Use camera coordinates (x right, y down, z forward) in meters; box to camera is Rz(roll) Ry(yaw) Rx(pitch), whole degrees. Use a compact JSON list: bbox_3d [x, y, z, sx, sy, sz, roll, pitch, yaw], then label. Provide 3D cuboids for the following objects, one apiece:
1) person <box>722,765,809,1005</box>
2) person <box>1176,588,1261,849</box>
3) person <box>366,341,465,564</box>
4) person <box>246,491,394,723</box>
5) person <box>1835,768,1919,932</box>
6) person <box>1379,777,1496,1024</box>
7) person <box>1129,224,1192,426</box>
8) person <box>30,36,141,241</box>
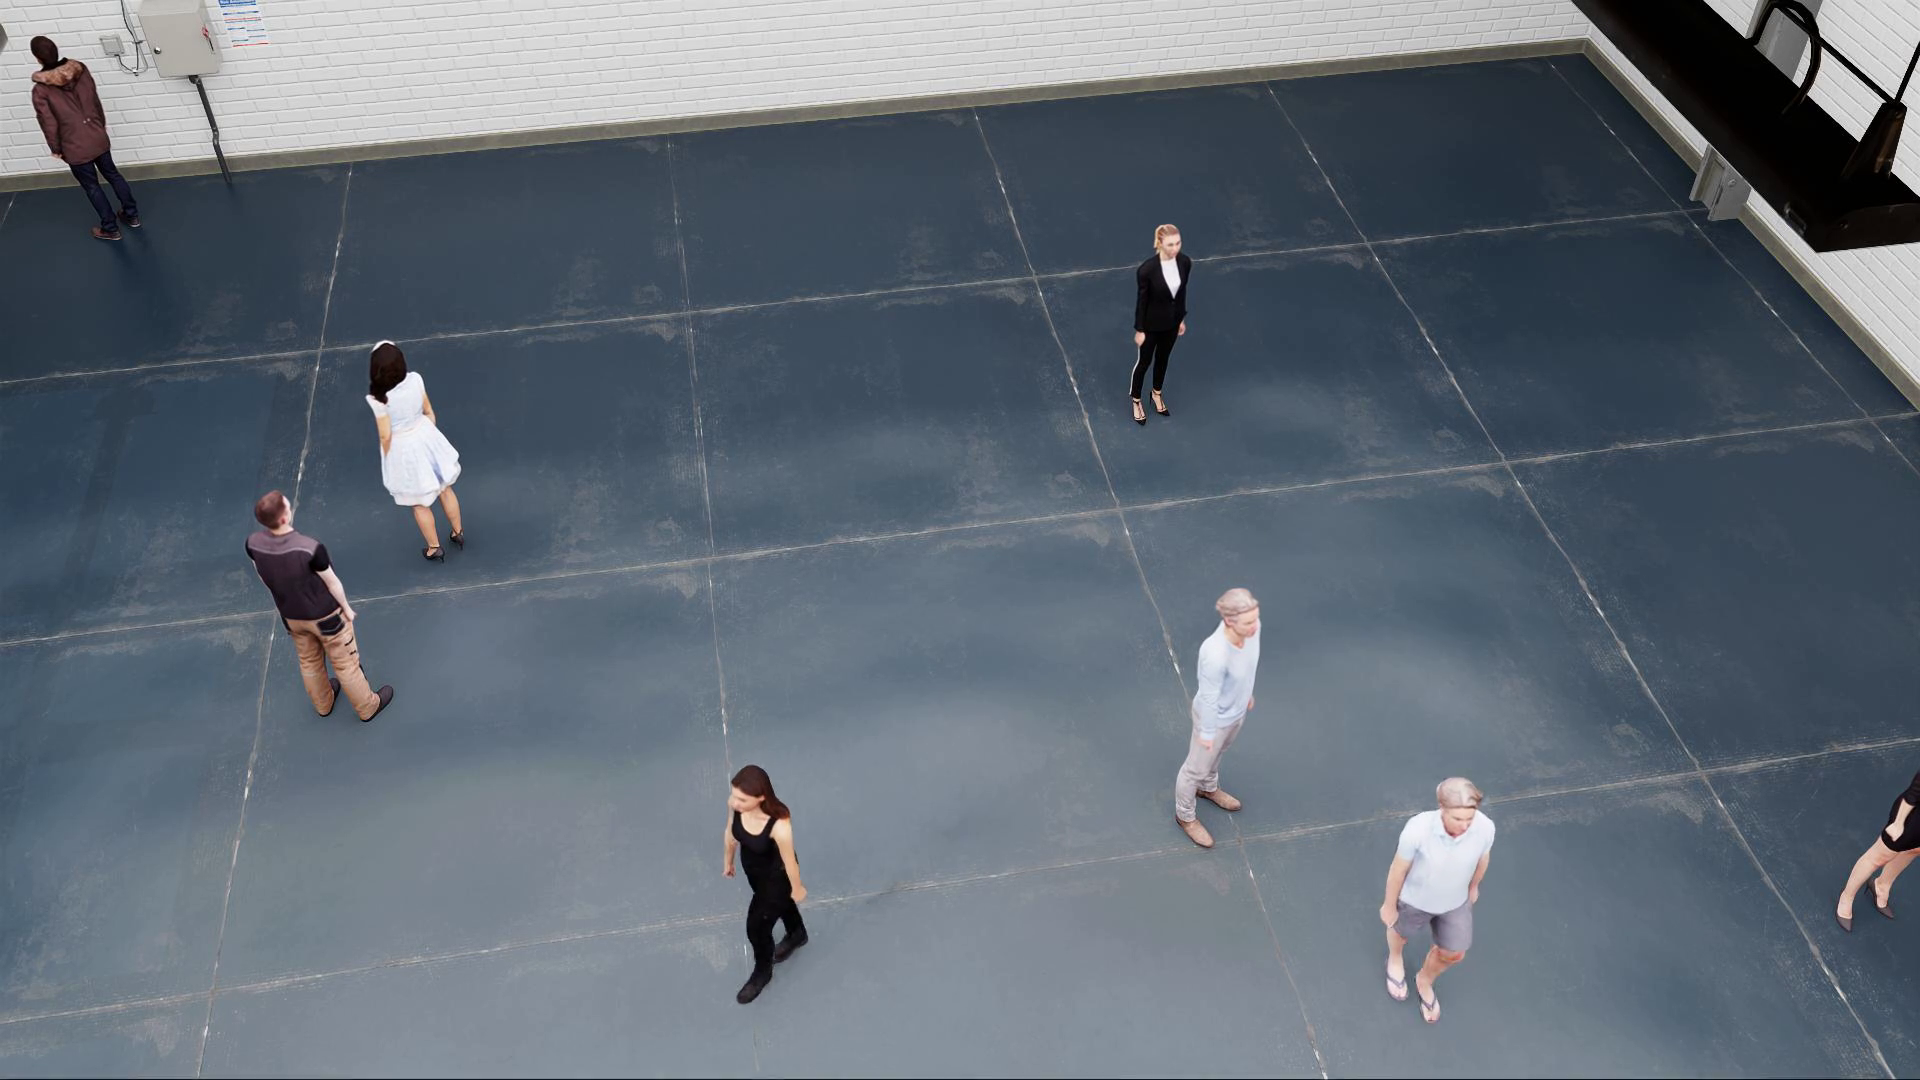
[{"bbox_3d":[-0.969,1.730,8.907,0.871,1.672,0.906,35,53,31],"label":"person"},{"bbox_3d":[1.489,0.973,9.541,0.794,1.893,0.751,30,51,28],"label":"person"},{"bbox_3d":[-3.678,-0.582,11.230,0.907,1.816,0.856,33,53,30],"label":"person"},{"bbox_3d":[-3.973,0.416,10.163,0.758,1.842,0.726,8,44,8],"label":"person"},{"bbox_3d":[5.247,1.499,9.053,0.601,1.806,0.502,-10,45,-11],"label":"person"},{"bbox_3d":[2.468,1.780,8.749,0.749,1.819,0.726,1,44,1],"label":"person"},{"bbox_3d":[1.481,-1.613,12.392,0.672,1.707,0.639,-19,47,-19],"label":"person"},{"bbox_3d":[-7.496,-3.433,14.199,0.934,1.848,0.845,20,47,19],"label":"person"}]
